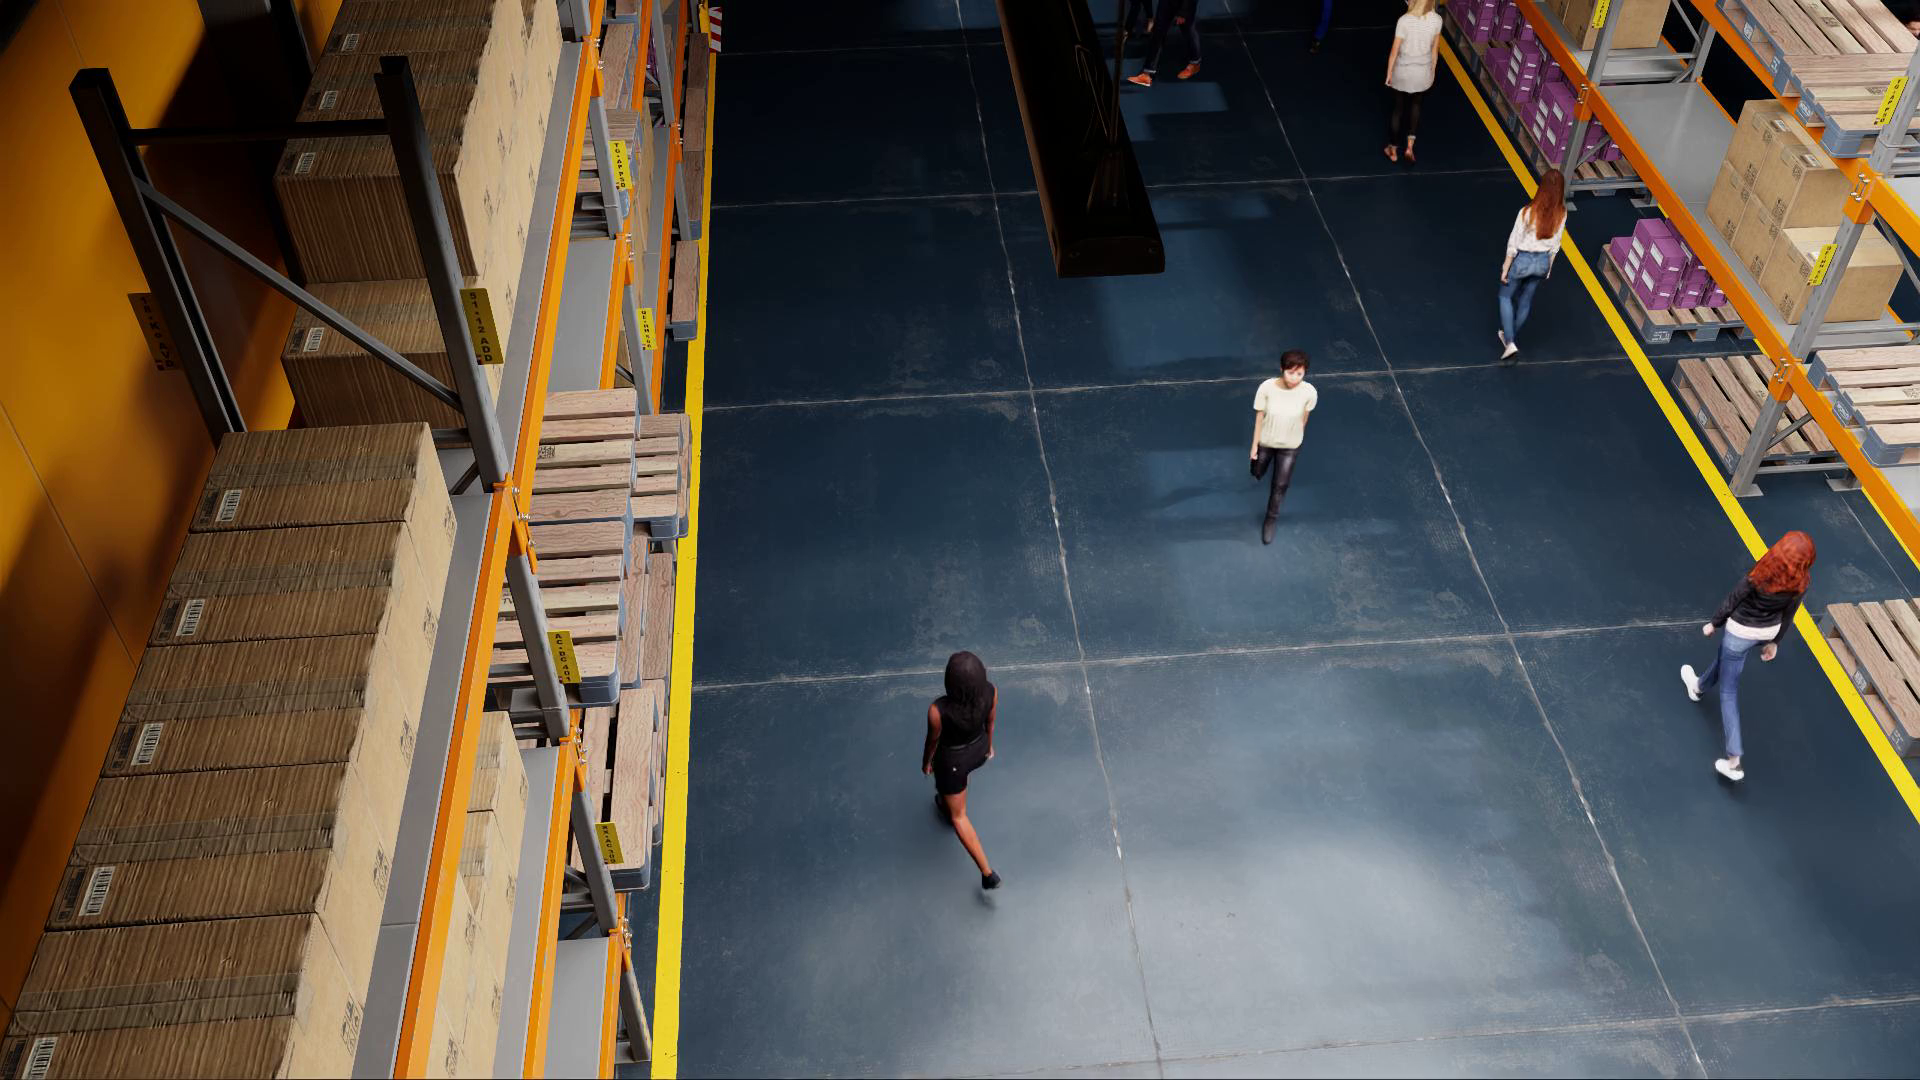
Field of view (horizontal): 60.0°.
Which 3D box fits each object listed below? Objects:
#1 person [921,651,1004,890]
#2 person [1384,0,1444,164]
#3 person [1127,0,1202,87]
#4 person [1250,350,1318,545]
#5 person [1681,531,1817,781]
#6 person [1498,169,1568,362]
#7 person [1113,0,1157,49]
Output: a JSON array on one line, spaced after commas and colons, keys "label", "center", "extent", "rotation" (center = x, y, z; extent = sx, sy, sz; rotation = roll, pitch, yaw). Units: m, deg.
[{"label": "person", "center": [0.049, 1.341, 9.666], "extent": [0.943, 1.707, 1.208], "rotation": [-24, 48, -23]}, {"label": "person", "center": [4.227, -4.285, 15.494], "extent": [0.667, 1.815, 0.803], "rotation": [3, 44, 3]}, {"label": "person", "center": [2.273, -5.425, 16.723], "extent": [1.147, 1.770, 1.216], "rotation": [-26, 49, -24]}, {"label": "person", "center": [2.271, -0.750, 11.963], "extent": [0.757, 1.568, 1.008], "rotation": [7, 44, 7]}, {"label": "person", "center": [4.898, 0.706, 10.314], "extent": [0.578, 1.734, 1.248], "rotation": [-3, 44, -3]}, {"label": "person", "center": [4.584, -2.160, 13.334], "extent": [0.634, 1.719, 0.872], "rotation": [1, 44, 1]}, {"label": "person", "center": [1.959, -6.023, 17.431], "extent": [1.012, 1.659, 1.076], "rotation": [30, 51, 28]}]
